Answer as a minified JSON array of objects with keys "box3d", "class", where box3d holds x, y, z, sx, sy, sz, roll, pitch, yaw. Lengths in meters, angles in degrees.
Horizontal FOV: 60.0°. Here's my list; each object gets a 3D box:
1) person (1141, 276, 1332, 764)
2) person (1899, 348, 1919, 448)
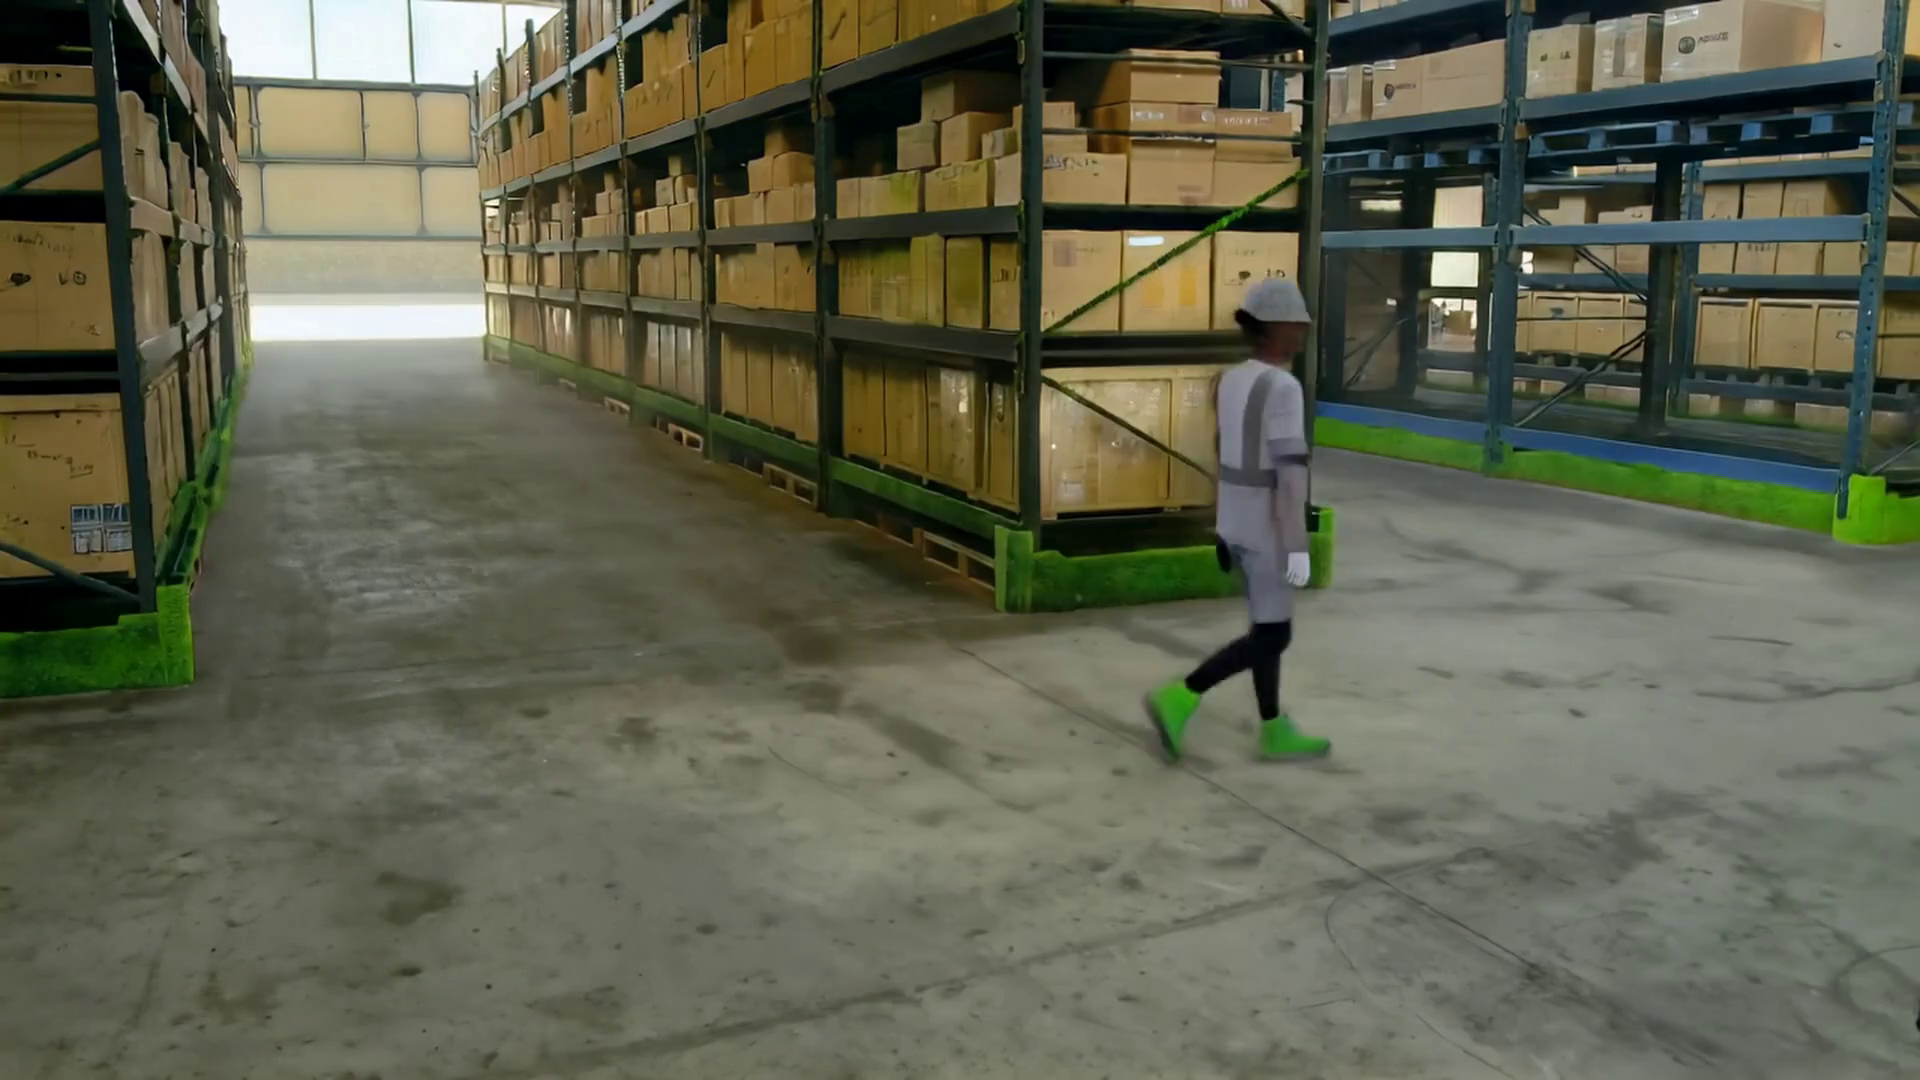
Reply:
[{"box3d":[1.146,-0.047,6.719,0.785,2.028,0.622,-2,10,-12],"class":"person"},{"box3d":[10.176,-1.764,17.414,0.676,1.875,0.826,-4,10,-22],"class":"person"}]
